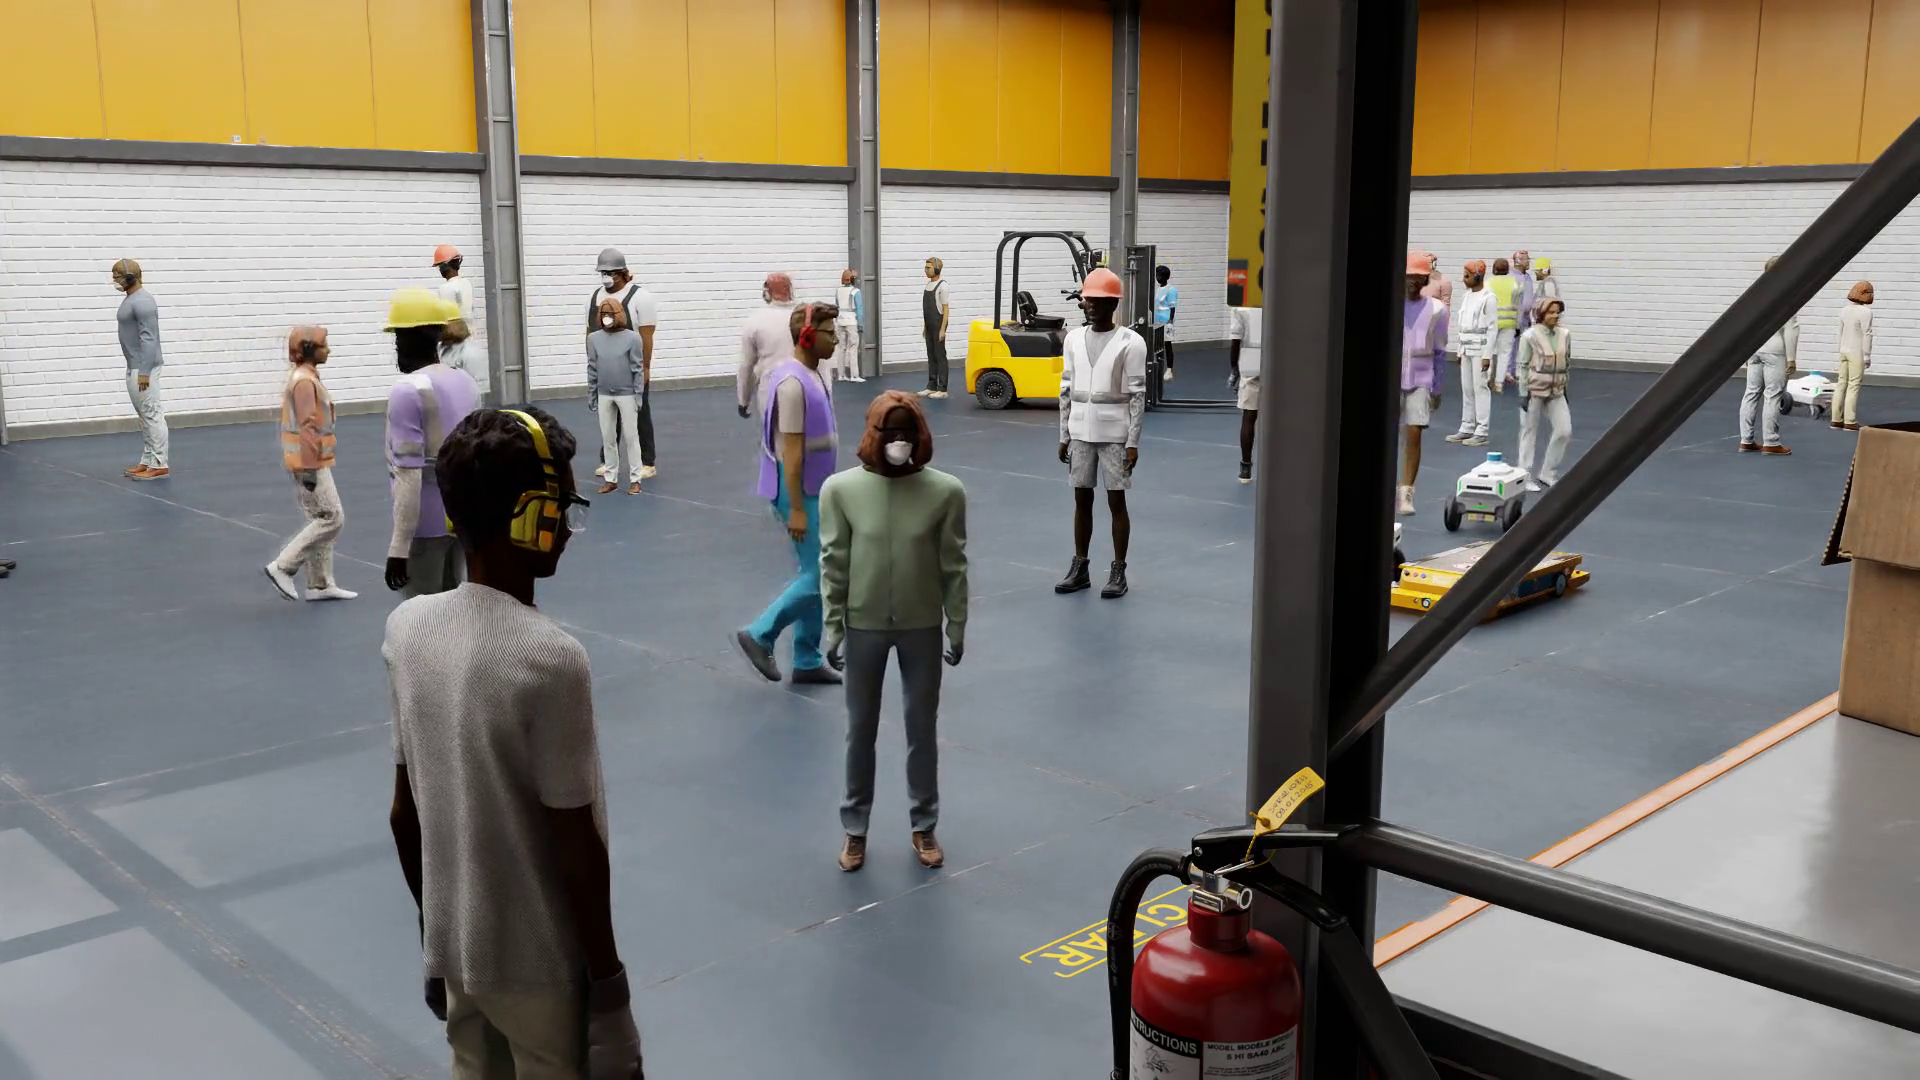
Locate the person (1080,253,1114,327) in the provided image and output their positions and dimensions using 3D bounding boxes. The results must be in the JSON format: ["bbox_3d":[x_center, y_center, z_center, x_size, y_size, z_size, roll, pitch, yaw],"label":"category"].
[{"bbox_3d":[1.748,-2.879,22.254,0.839,1.897,0.594,-2,11,-12],"label":"person"}]

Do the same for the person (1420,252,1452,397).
[{"bbox_3d":[6.174,-2.859,22.101,0.643,1.909,0.410,10,14,43],"label":"person"}]

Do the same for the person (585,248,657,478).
[{"bbox_3d":[-3.015,-1.555,14.623,0.687,2.000,0.538,3,11,18],"label":"person"}]

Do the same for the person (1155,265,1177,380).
[{"bbox_3d":[2.992,-3.202,24.556,0.319,1.693,0.532,-6,12,-28],"label":"person"}]

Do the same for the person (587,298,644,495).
[{"bbox_3d":[-2.839,-1.182,13.727,0.501,1.625,0.282,2,11,13],"label":"person"}]

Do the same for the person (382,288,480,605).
[{"bbox_3d":[-2.177,-0.072,6.935,0.486,1.917,0.664,2,11,11],"label":"person"}]

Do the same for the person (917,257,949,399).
[{"bbox_3d":[-0.333,-2.778,21.825,0.345,1.847,0.504,-6,12,-31],"label":"person"}]

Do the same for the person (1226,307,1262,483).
[{"bbox_3d":[2.607,-1.460,14.311,0.648,1.962,0.380,2,11,13],"label":"person"}]

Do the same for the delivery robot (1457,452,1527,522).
[{"bbox_3d":[3.869,-0.393,12.083,0.477,0.478,0.707,6,12,32],"label":"delivery robot"}]

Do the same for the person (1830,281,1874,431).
[{"bbox_3d":[9.810,-2.015,18.239,0.269,1.632,0.504,-1,10,-5],"label":"person"}]

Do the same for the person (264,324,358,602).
[{"bbox_3d":[-3.760,-0.428,9.583,0.414,1.624,0.535,-4,11,-21],"label":"person"}]

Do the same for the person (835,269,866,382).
[{"bbox_3d":[-1.617,-3.113,24.212,0.515,1.640,0.315,9,14,41],"label":"person"}]

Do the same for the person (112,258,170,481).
[{"bbox_3d":[-7.173,-1.484,14.561,0.371,1.924,0.627,-7,13,-34],"label":"person"}]

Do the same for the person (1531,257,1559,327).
[{"bbox_3d":[8.713,-3.305,24.835,0.448,1.804,0.602,3,11,18],"label":"person"}]

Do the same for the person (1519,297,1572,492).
[{"bbox_3d":[4.854,-1.194,13.779,0.545,1.621,0.479,-4,11,-19],"label":"person"}]

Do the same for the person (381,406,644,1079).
[{"bbox_3d":[-0.719,0.711,2.762,0.517,1.862,0.328,8,13,36],"label":"person"}]

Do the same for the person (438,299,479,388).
[{"bbox_3d":[-3.461,-0.765,11.249,0.515,1.694,0.725,7,13,34],"label":"person"}]

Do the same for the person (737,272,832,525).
[{"bbox_3d":[-1.346,-1.050,12.368,0.651,1.851,0.967,-6,12,-31],"label":"person"}]

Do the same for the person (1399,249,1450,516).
[{"bbox_3d":[3.443,-1.226,12.859,0.622,2.031,0.666,2,11,9],"label":"person"}]

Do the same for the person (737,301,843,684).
[{"bbox_3d":[-0.743,-0.198,7.785,0.467,1.828,0.588,1,10,5],"label":"person"}]

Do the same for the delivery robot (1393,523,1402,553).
[{"bbox_3d":[2.267,-0.005,9.971,0.707,0.478,0.477,4,11,23],"label":"delivery robot"}]

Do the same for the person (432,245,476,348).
[{"bbox_3d":[-5.203,-2.008,17.115,0.392,2.033,0.605,1,10,8],"label":"person"}]

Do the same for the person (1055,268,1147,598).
[{"bbox_3d":[0.822,-0.627,9.833,0.545,1.942,0.354,6,12,30],"label":"person"}]

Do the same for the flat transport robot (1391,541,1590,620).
[{"bbox_3d":[3.096,0.217,9.789,0.652,0.197,1.431,10,14,43],"label":"flat transport robot"}]

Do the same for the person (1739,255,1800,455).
[{"bbox_3d":[7.880,-1.792,16.198,0.372,1.940,0.632,-4,11,-23],"label":"person"}]

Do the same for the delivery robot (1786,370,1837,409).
[{"bbox_3d":[10.018,-1.755,19.510,0.477,0.478,0.707,0,10,-2],"label":"delivery robot"}]

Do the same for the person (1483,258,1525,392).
[{"bbox_3d":[7.329,-2.912,22.629,0.627,1.830,0.445,2,11,12],"label":"person"}]

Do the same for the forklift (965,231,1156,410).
[{"bbox_3d":[1.222,-2.721,20.561,2.313,2.155,1.214,2,11,13],"label":"forklift"}]

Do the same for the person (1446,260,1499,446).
[{"bbox_3d":[5.242,-1.902,16.936,0.349,1.885,0.577,-2,11,-12],"label":"person"}]

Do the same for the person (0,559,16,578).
[{"bbox_3d":[-6.167,-0.724,10.381,0.376,1.934,0.547,-3,11,-18],"label":"person"}]

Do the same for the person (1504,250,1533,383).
[{"bbox_3d":[8.137,-3.254,24.243,0.641,1.913,0.407,-9,14,-41],"label":"person"}]

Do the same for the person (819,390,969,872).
[{"bbox_3d":[-0.220,0.308,5.601,0.501,1.632,0.274,-1,10,-5],"label":"person"}]
